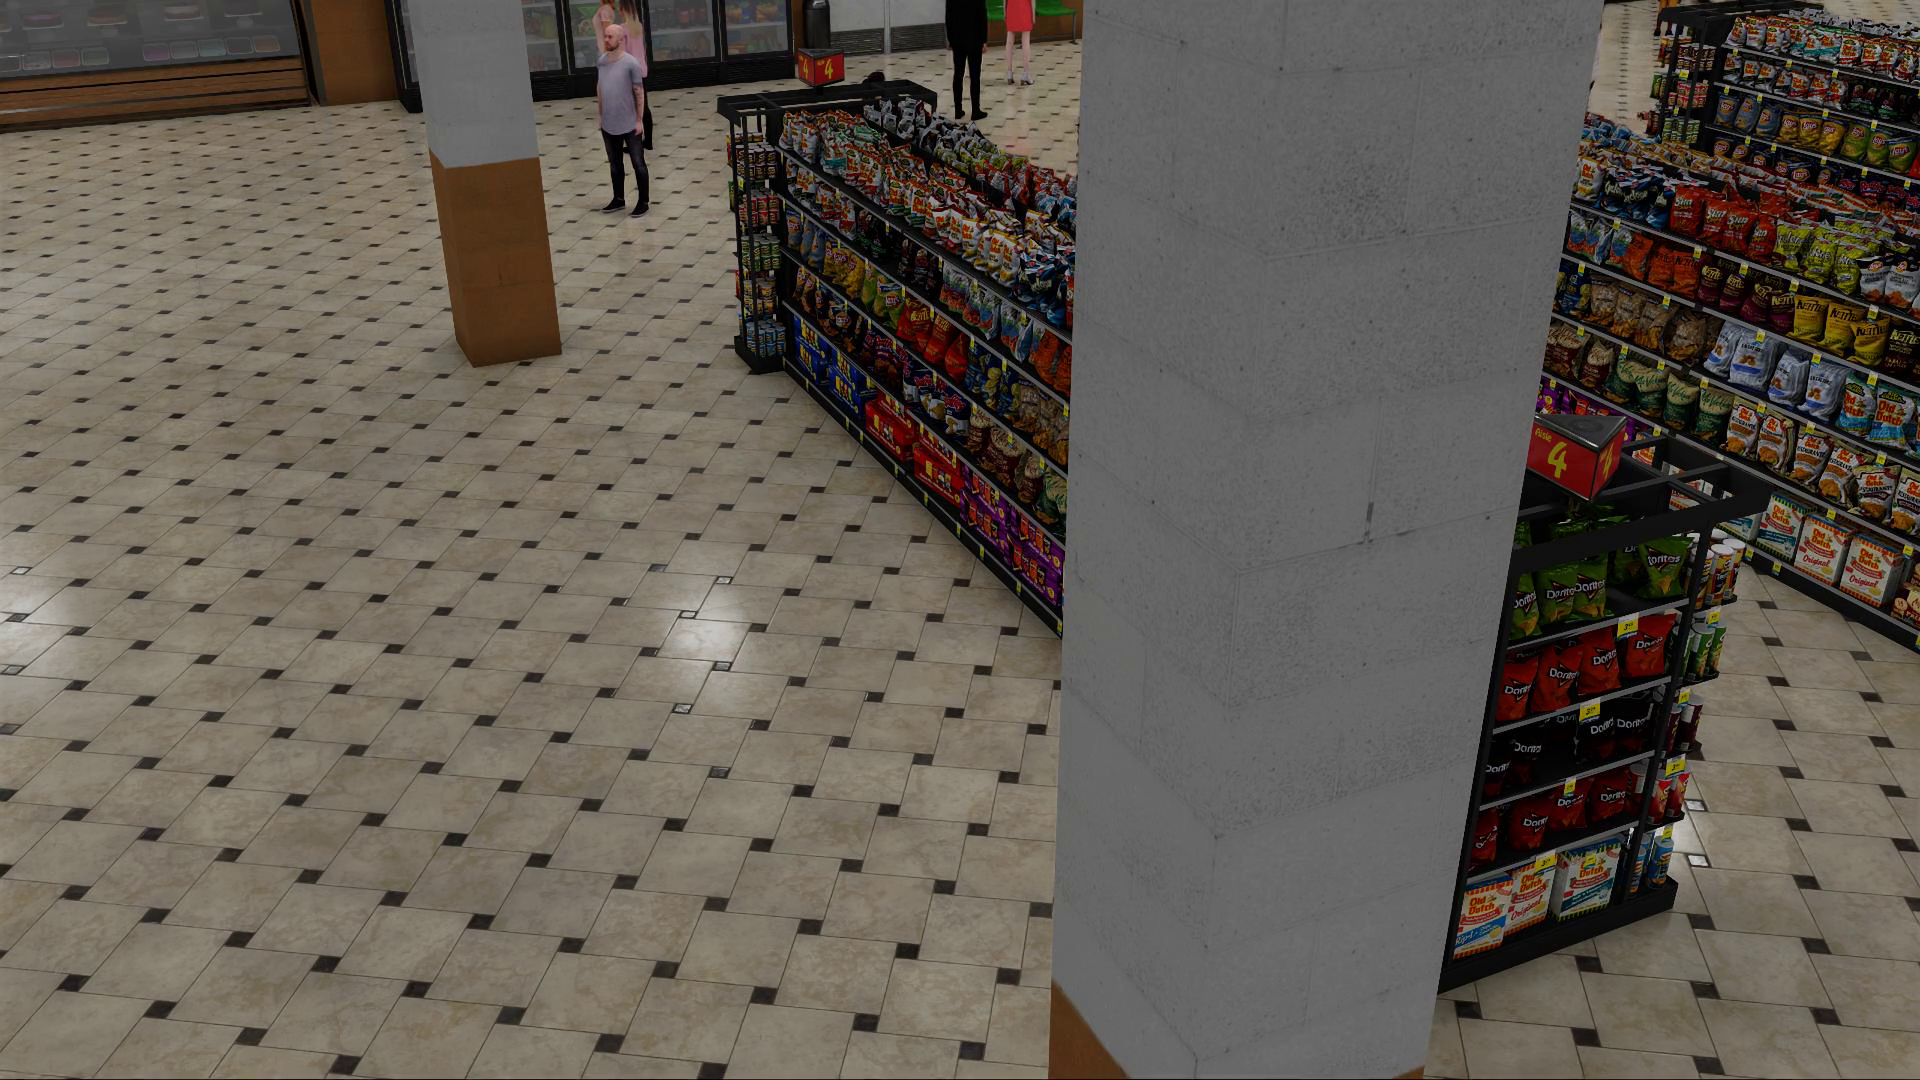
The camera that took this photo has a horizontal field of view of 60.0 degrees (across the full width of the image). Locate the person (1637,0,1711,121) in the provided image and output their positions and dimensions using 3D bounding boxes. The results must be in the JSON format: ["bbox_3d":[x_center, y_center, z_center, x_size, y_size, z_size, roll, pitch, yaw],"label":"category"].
[{"bbox_3d":[8.724,-5.666,19.593,1.065,1.645,1.079,5,27,9],"label":"person"}]

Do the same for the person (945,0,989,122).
[{"bbox_3d":[0.083,-6.045,20.067,0.770,1.893,0.847,12,29,22],"label":"person"}]

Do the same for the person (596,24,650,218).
[{"bbox_3d":[-3.324,-4.124,16.339,0.738,1.838,0.821,12,29,23],"label":"person"}]

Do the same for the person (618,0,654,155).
[{"bbox_3d":[-3.655,-5.200,18.627,0.721,1.687,0.685,14,30,25],"label":"person"}]

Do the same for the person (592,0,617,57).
[{"bbox_3d":[-4.018,-5.547,19.155,0.699,1.829,0.576,-1,27,-1],"label":"person"}]

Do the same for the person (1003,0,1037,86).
[{"bbox_3d":[0.771,-6.933,21.891,0.644,1.827,0.733,14,30,25],"label":"person"}]

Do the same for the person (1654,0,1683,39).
[{"bbox_3d":[10.709,-8.240,25.082,0.590,1.271,0.669,17,32,30],"label":"person"}]
